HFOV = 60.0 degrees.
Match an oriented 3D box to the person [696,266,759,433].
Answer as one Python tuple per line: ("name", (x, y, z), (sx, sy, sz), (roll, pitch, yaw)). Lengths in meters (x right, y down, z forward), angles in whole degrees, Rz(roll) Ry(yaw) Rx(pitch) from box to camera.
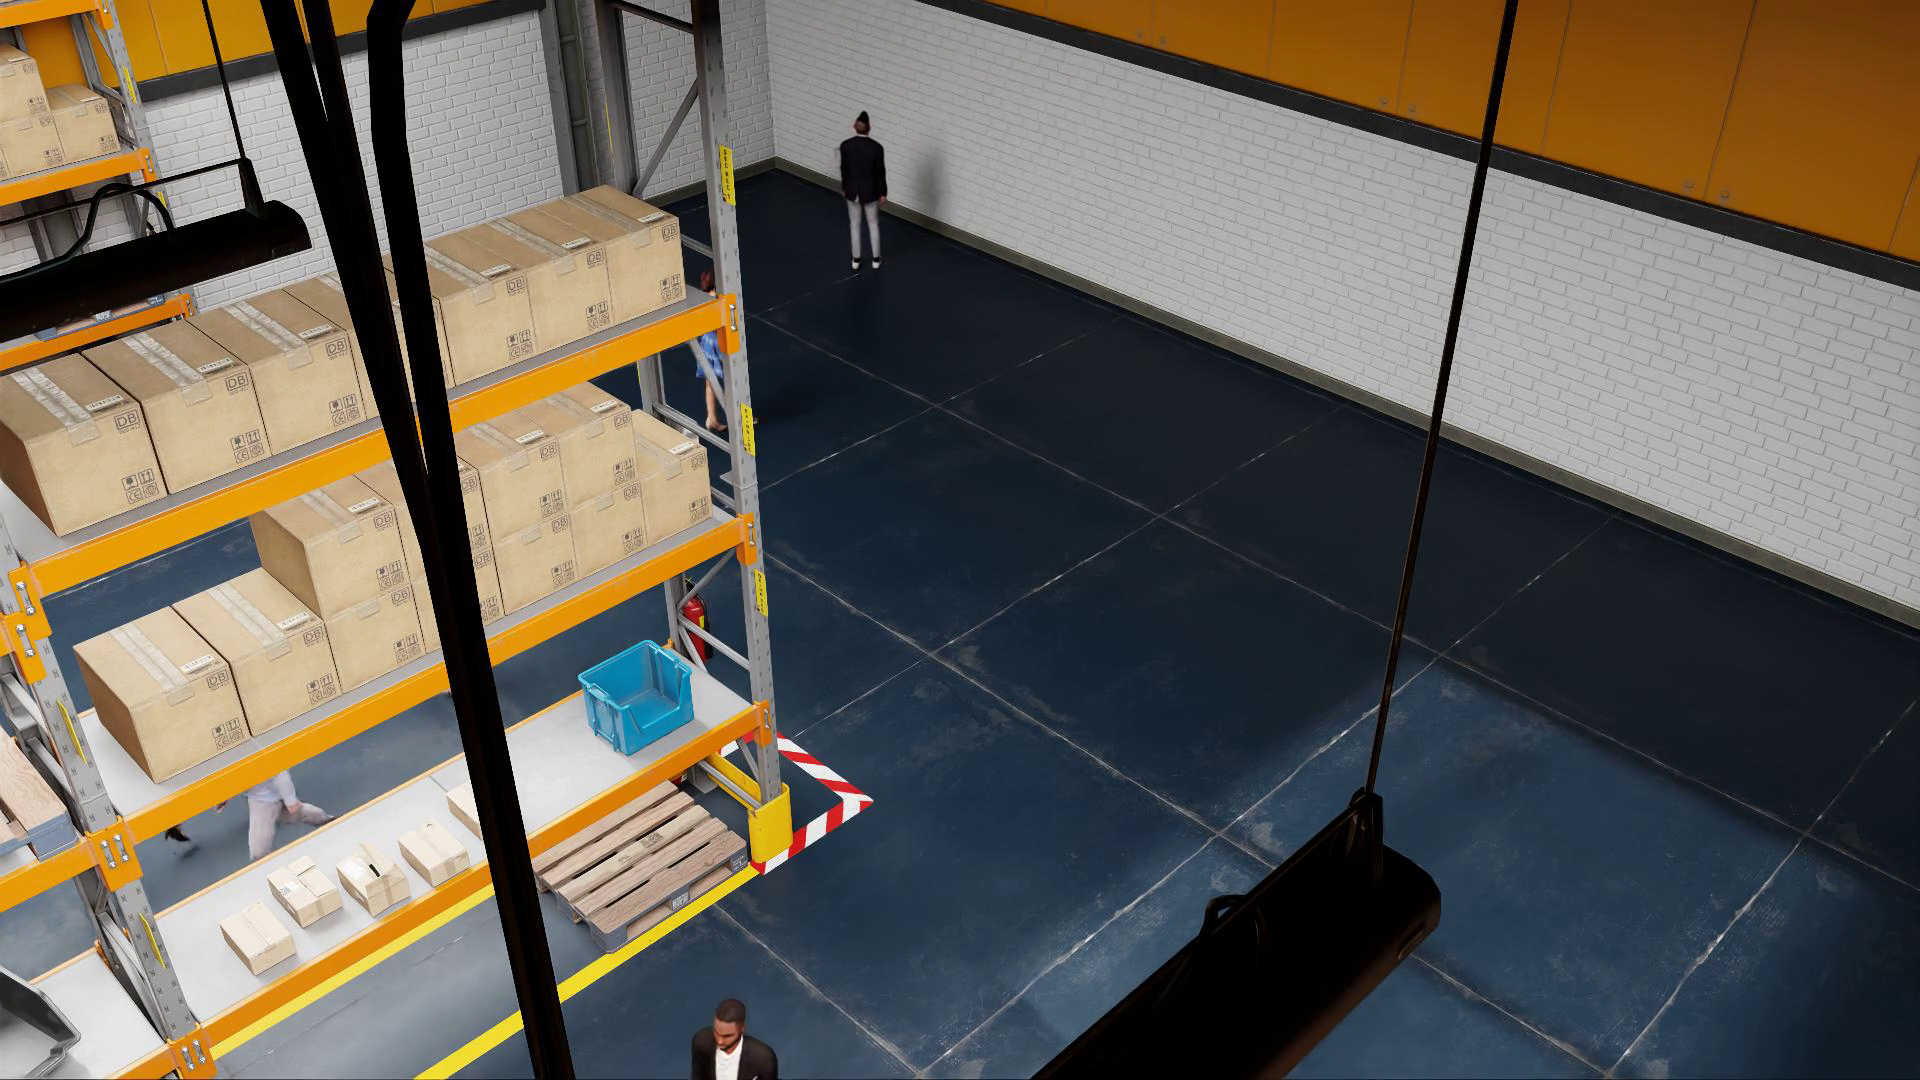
("person", (-2.445, -1.815, 16.348), (0.747, 1.760, 0.657), (-28, 42, -35))

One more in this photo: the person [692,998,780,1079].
("person", (-1.163, 3.065, 8.981), (0.887, 1.787, 1.003), (11, 35, 16))

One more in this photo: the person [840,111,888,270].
("person", (-1.166, -4.142, 19.676), (0.813, 1.951, 0.850), (4, 34, 5))
